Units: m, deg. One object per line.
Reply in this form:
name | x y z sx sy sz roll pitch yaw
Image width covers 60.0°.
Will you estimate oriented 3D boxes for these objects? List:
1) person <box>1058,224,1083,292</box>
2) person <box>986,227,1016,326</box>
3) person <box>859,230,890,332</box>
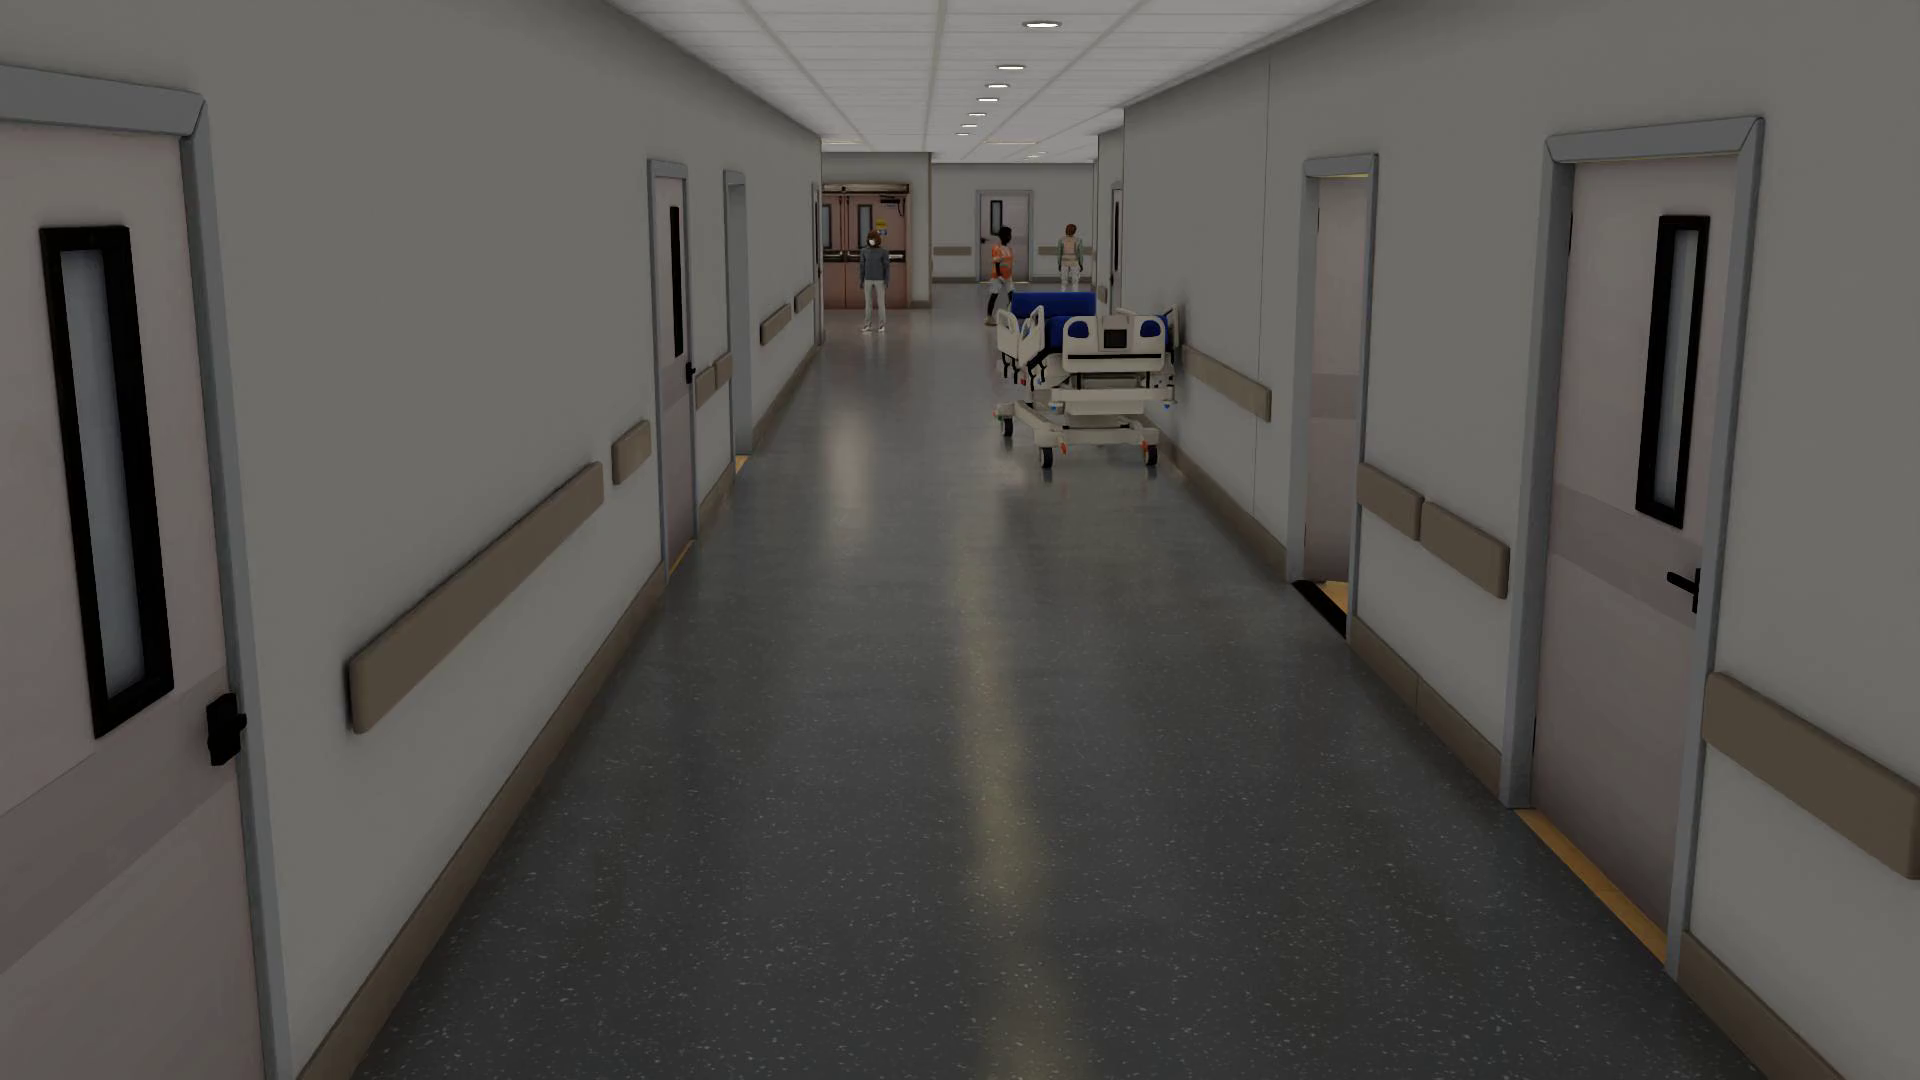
person | 2.184 -5.419 32.883 0.522 1.638 0.305 4 12 18
person | 0.767 -4.410 27.905 0.856 1.649 0.545 10 15 39
person | -1.380 -4.164 26.783 0.508 1.631 0.269 3 12 16
